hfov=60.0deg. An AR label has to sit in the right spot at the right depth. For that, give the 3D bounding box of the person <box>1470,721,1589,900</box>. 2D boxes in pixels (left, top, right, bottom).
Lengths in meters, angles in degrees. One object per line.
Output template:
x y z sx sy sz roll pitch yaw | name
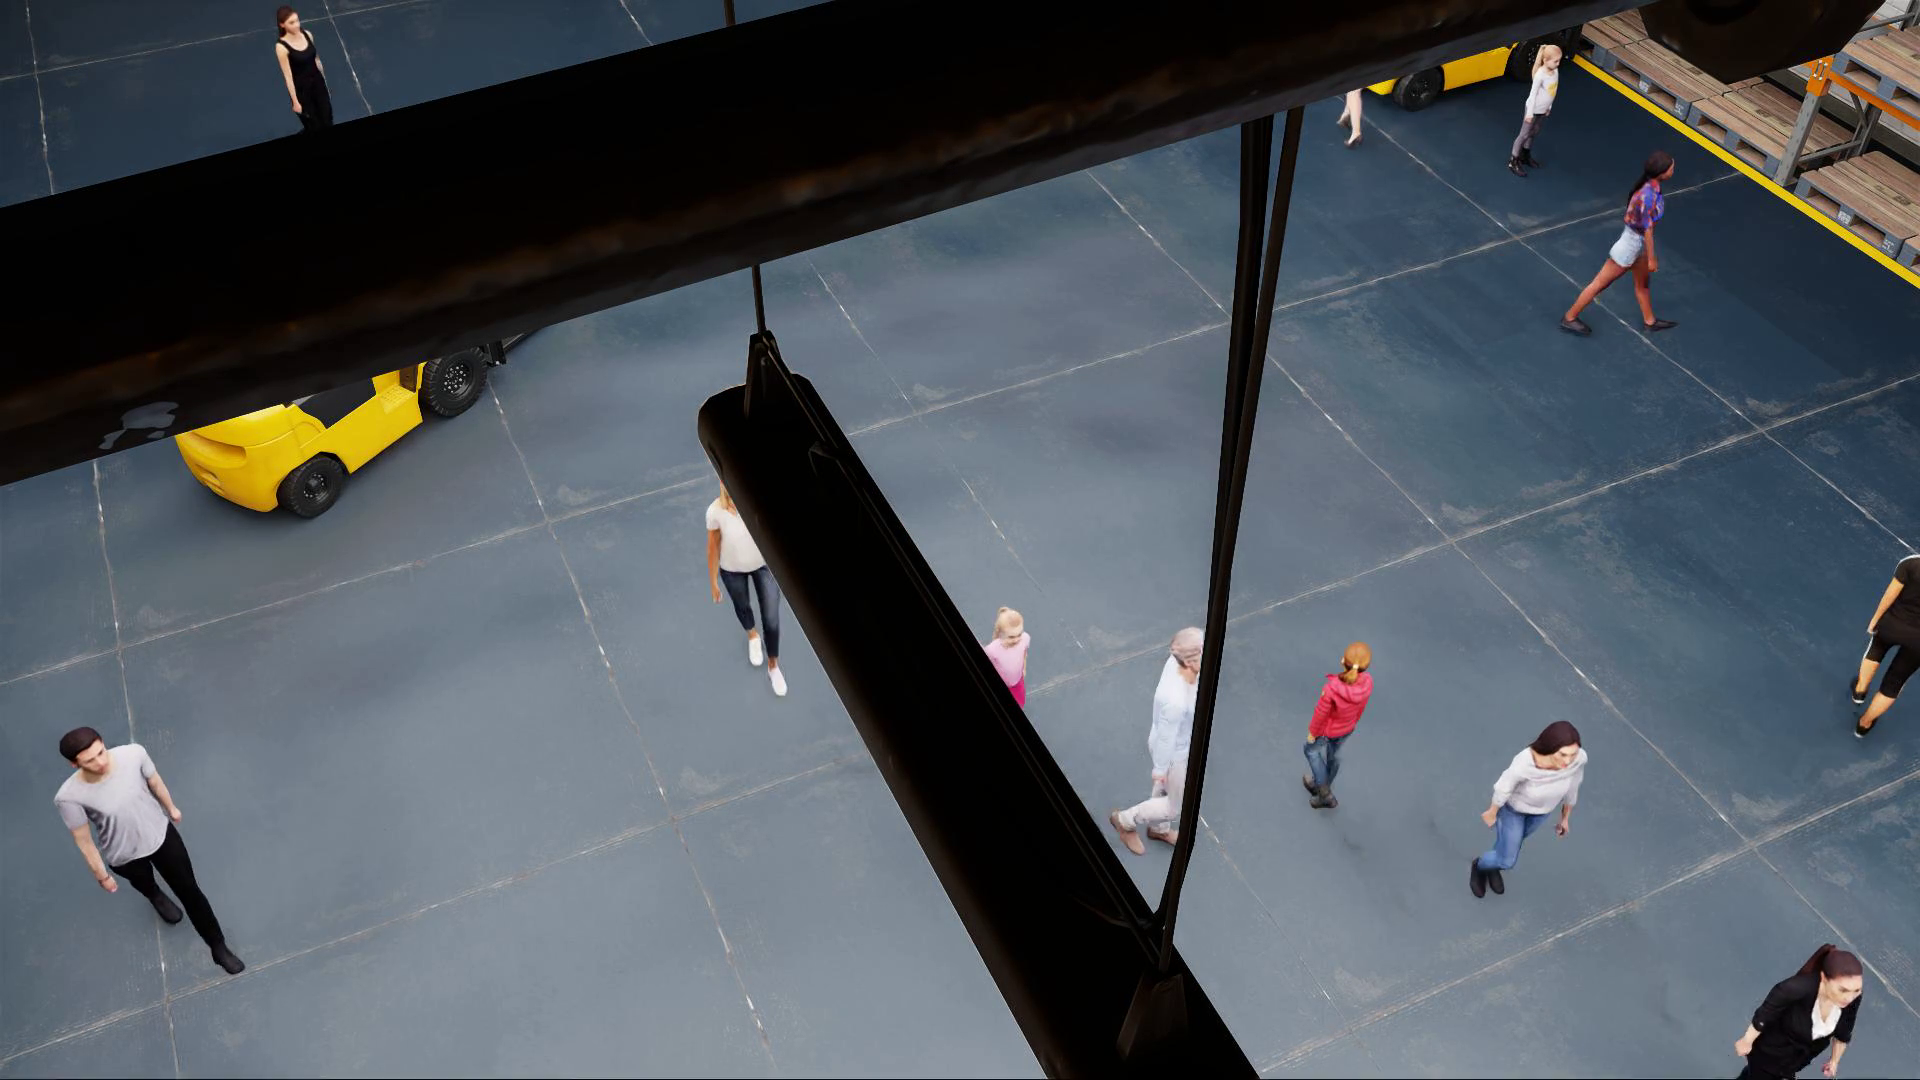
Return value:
3.185 1.469 9.496 0.653 1.615 0.660 -11 45 -11 | person

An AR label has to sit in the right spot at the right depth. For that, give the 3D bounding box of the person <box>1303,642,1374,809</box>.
2.299 1.177 10.028 0.532 1.303 0.593 -17 46 -17 | person

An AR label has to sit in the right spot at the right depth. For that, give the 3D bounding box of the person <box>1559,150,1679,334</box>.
5.317 -2.355 13.450 1.175 1.697 1.093 16 46 16 | person

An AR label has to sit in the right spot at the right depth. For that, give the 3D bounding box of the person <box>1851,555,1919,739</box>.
5.897 0.608 10.375 0.807 1.649 0.844 30 51 28 | person

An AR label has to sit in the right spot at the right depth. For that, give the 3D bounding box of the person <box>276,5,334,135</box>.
-6.058 -4.140 15.339 0.957 1.676 0.862 19 47 19 | person

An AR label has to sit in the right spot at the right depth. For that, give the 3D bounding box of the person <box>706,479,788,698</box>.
-1.385 0.126 10.775 0.767 1.794 0.914 -7 44 -7 | person

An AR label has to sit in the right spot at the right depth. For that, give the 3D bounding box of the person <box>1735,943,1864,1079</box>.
4.133 2.483 8.408 0.696 1.647 0.706 -5 44 -5 | person

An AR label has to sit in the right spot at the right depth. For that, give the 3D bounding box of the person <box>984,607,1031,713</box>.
0.251 0.835 10.429 0.504 1.245 0.758 -15 46 -15 | person

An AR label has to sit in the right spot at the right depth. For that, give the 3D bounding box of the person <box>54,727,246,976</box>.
-4.578 1.626 9.182 1.296 1.820 0.996 34 53 30 | person

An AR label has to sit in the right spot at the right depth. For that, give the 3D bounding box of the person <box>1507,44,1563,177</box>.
5.376 -4.038 15.521 0.541 1.277 0.557 -32 52 -29 | person

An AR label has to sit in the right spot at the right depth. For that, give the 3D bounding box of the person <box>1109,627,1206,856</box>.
1.161 1.164 9.621 0.922 1.883 0.862 14 45 15 | person
